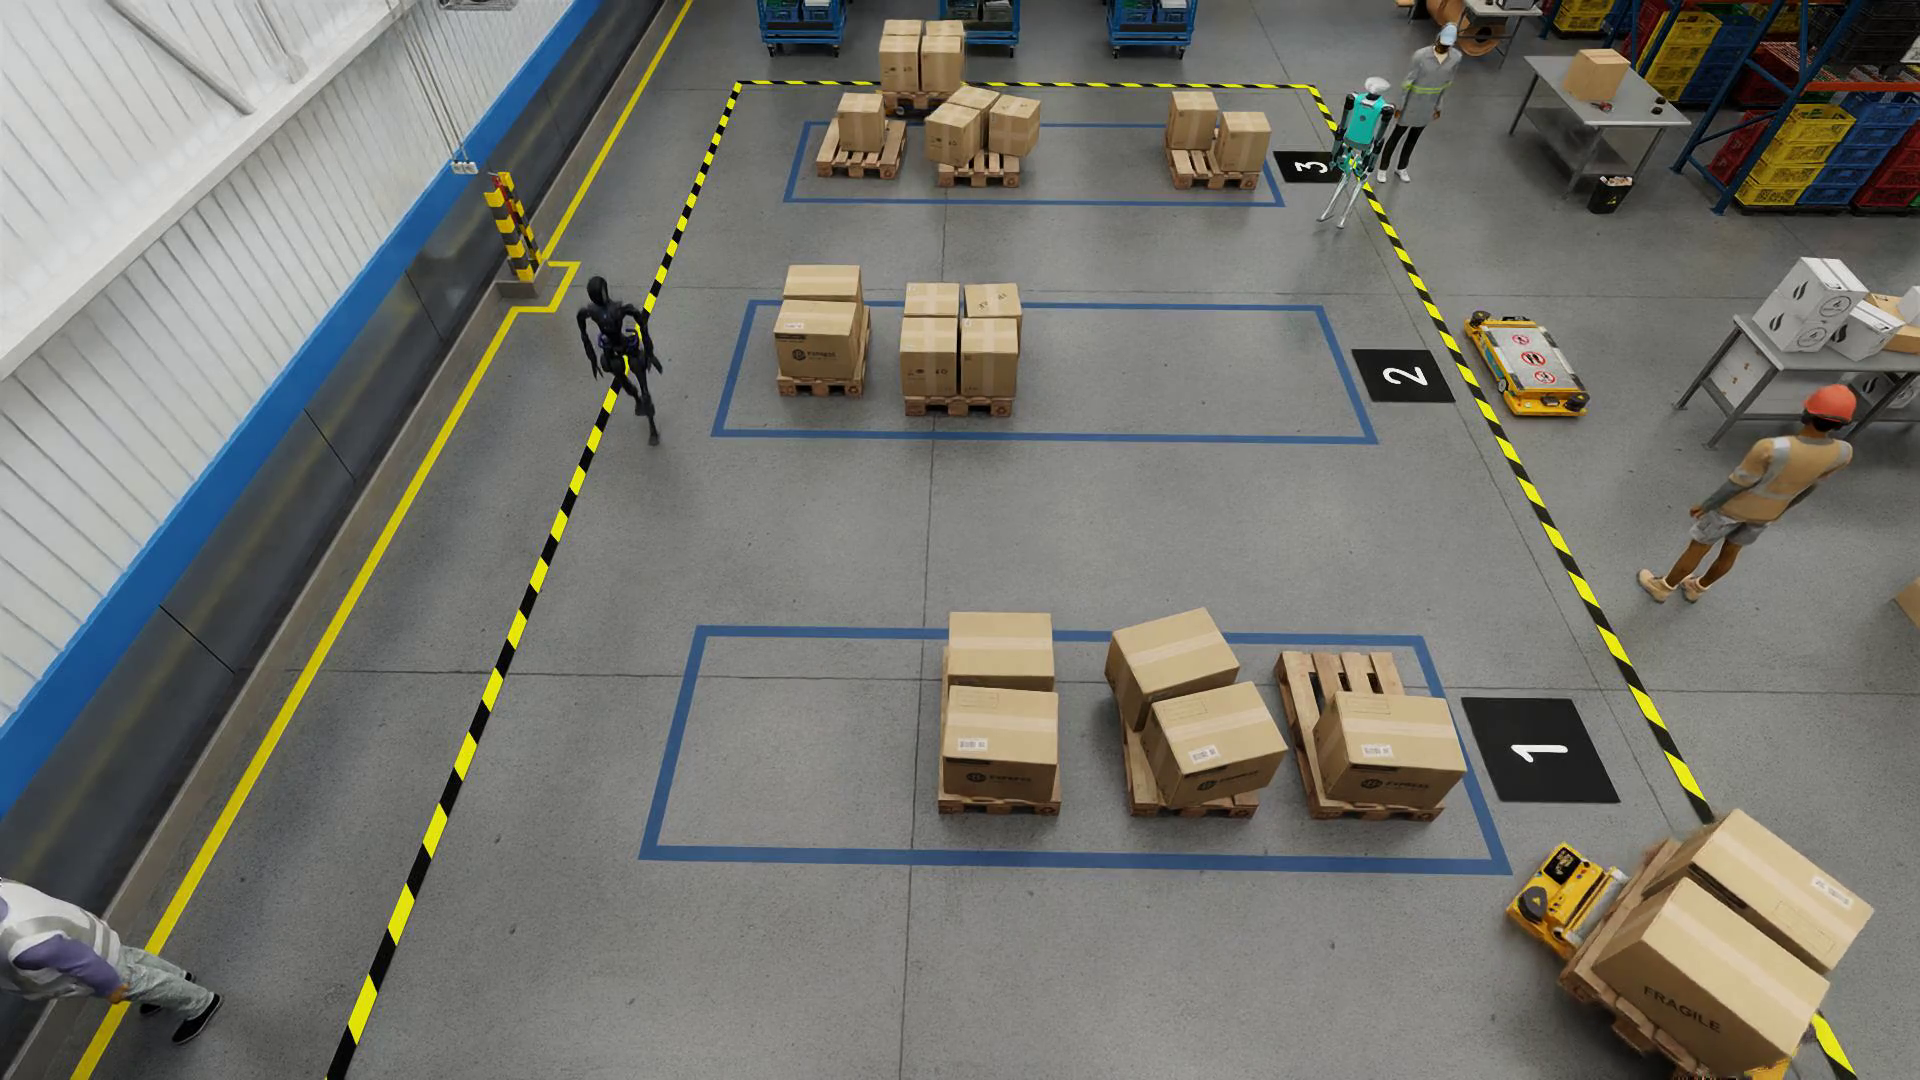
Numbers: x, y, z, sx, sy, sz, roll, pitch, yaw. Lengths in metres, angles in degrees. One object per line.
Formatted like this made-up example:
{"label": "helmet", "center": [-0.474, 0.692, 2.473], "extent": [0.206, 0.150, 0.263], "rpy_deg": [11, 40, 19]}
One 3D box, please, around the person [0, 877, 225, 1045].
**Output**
{"label": "person", "center": [-4.490, 2.140, 4.646], "extent": [0.594, 1.831, 0.403], "rpy_deg": [24, 53, 20]}

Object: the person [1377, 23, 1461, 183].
{"label": "person", "center": [5.526, -5.214, 11.003], "extent": [0.587, 1.847, 0.396], "rpy_deg": [-1, 49, -1]}

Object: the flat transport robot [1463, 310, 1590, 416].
{"label": "flat transport robot", "center": [5.573, -1.757, 9.054], "extent": [0.659, 0.231, 1.431], "rpy_deg": [1, 49, 1]}

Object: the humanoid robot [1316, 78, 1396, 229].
{"label": "humanoid robot", "center": [4.483, -4.352, 10.240], "extent": [0.533, 1.677, 0.735], "rpy_deg": [33, 57, 25]}

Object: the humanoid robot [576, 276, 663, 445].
{"label": "humanoid robot", "center": [-2.955, -1.605, 8.019], "extent": [0.610, 1.619, 0.777], "rpy_deg": [-8, 50, -7]}

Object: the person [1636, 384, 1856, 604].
{"label": "person", "center": [5.654, -0.268, 6.599], "extent": [0.604, 2.035, 0.389], "rpy_deg": [3, 49, 3]}

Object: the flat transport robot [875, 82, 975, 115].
{"label": "flat transport robot", "center": [-0.506, -6.236, 12.912], "extent": [1.431, 0.197, 0.652], "rpy_deg": [1, 49, 1]}

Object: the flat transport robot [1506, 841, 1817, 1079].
{"label": "flat transport robot", "center": [4.069, 2.489, 5.361], "extent": [0.652, 0.197, 1.431], "rpy_deg": [-32, 56, -25]}
